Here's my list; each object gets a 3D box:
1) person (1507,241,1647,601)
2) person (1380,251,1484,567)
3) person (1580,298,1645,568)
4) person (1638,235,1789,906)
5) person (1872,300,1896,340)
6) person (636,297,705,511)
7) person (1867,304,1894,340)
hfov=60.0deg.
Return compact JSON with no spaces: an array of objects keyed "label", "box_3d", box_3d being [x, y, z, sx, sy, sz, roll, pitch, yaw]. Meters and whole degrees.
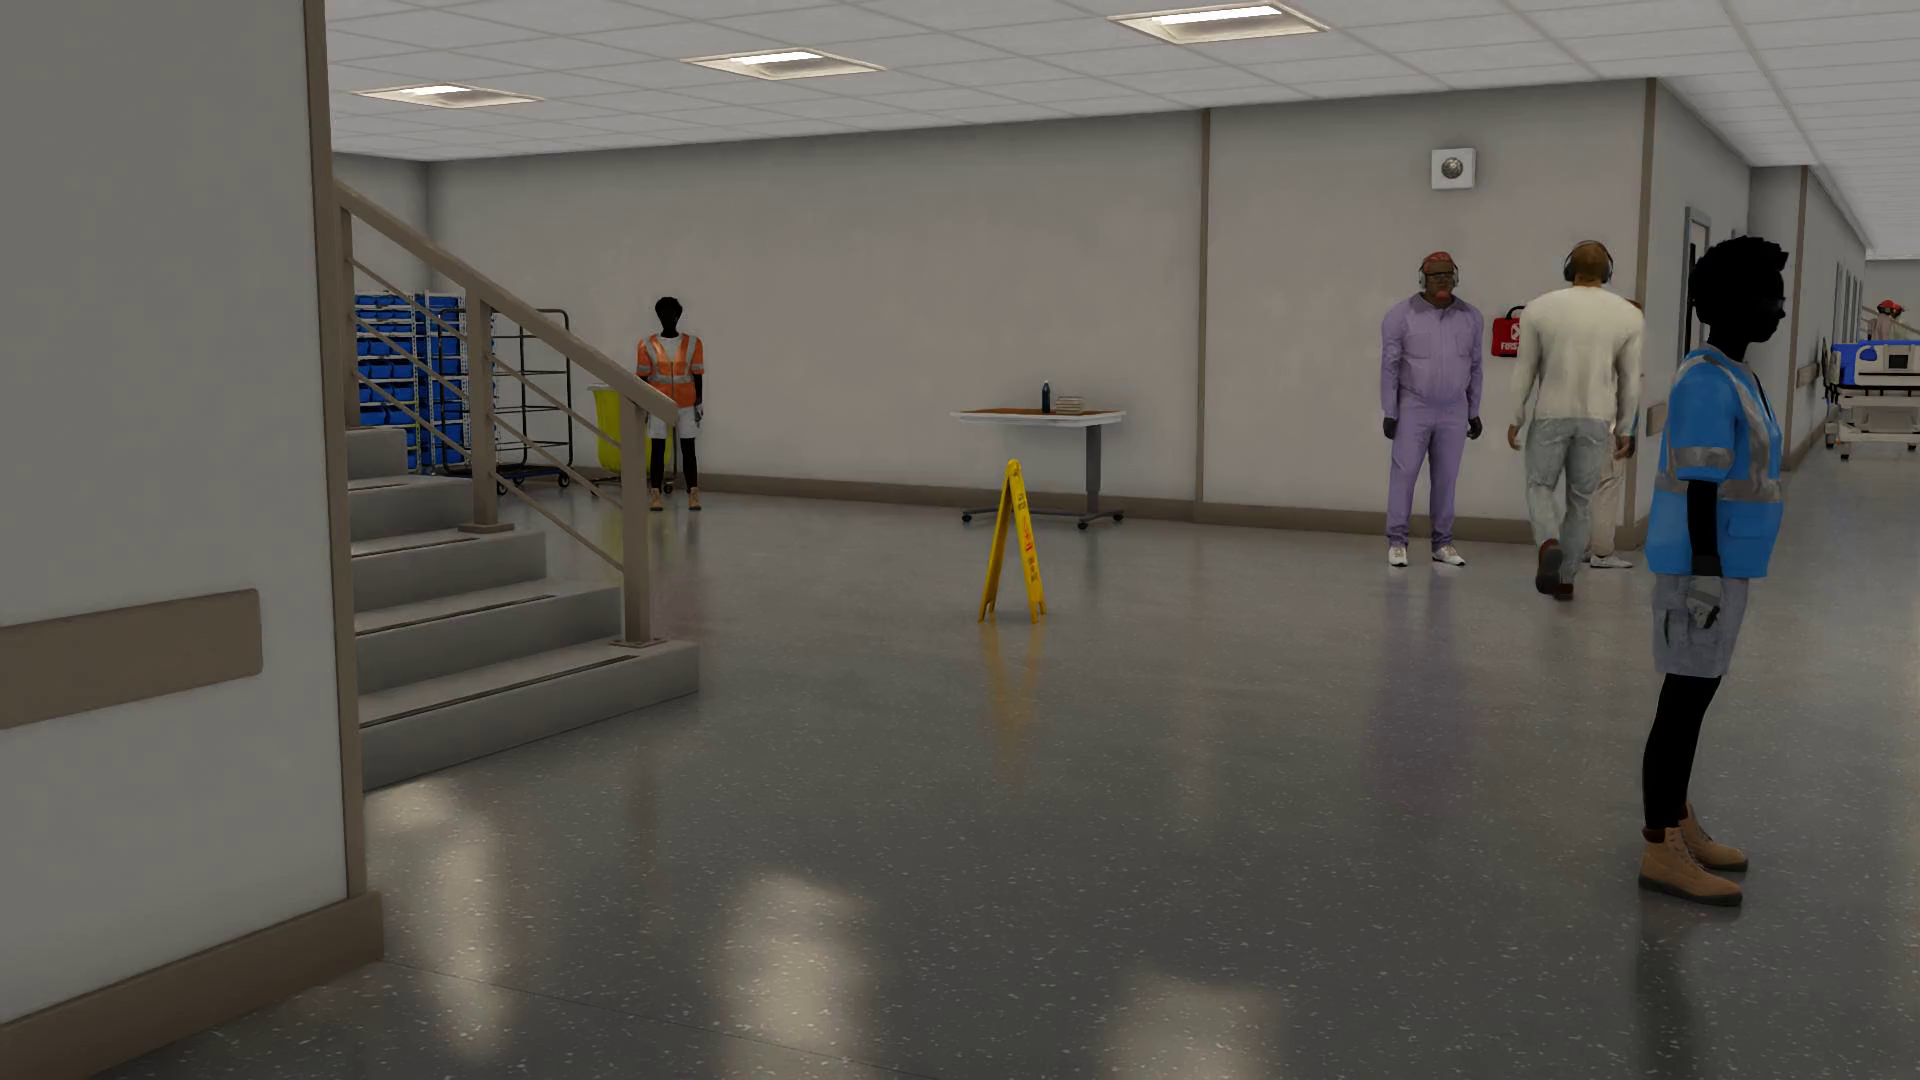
[{"label":"person","box_3d":[3.223,-0.604,8.698,0.670,1.913,0.608,2,8,14]},{"label":"person","box_3d":[2.881,-0.787,10.118,0.642,1.909,0.399,-1,7,-5]},{"label":"person","box_3d":[3.927,-0.642,10.068,0.319,1.628,0.508,-1,8,-9]},{"label":"person","box_3d":[1.951,0.071,4.316,0.317,1.696,0.540,4,9,30]},{"label":"person","box_3d":[19.361,-4.039,34.899,0.428,1.982,0.631,2,8,14]},{"label":"person","box_3d":[-2.274,-1.063,13.090,0.536,1.690,0.322,-2,8,-14]},{"label":"person","box_3d":[21.907,-4.634,39.541,0.697,1.960,0.366,0,7,-4]}]
